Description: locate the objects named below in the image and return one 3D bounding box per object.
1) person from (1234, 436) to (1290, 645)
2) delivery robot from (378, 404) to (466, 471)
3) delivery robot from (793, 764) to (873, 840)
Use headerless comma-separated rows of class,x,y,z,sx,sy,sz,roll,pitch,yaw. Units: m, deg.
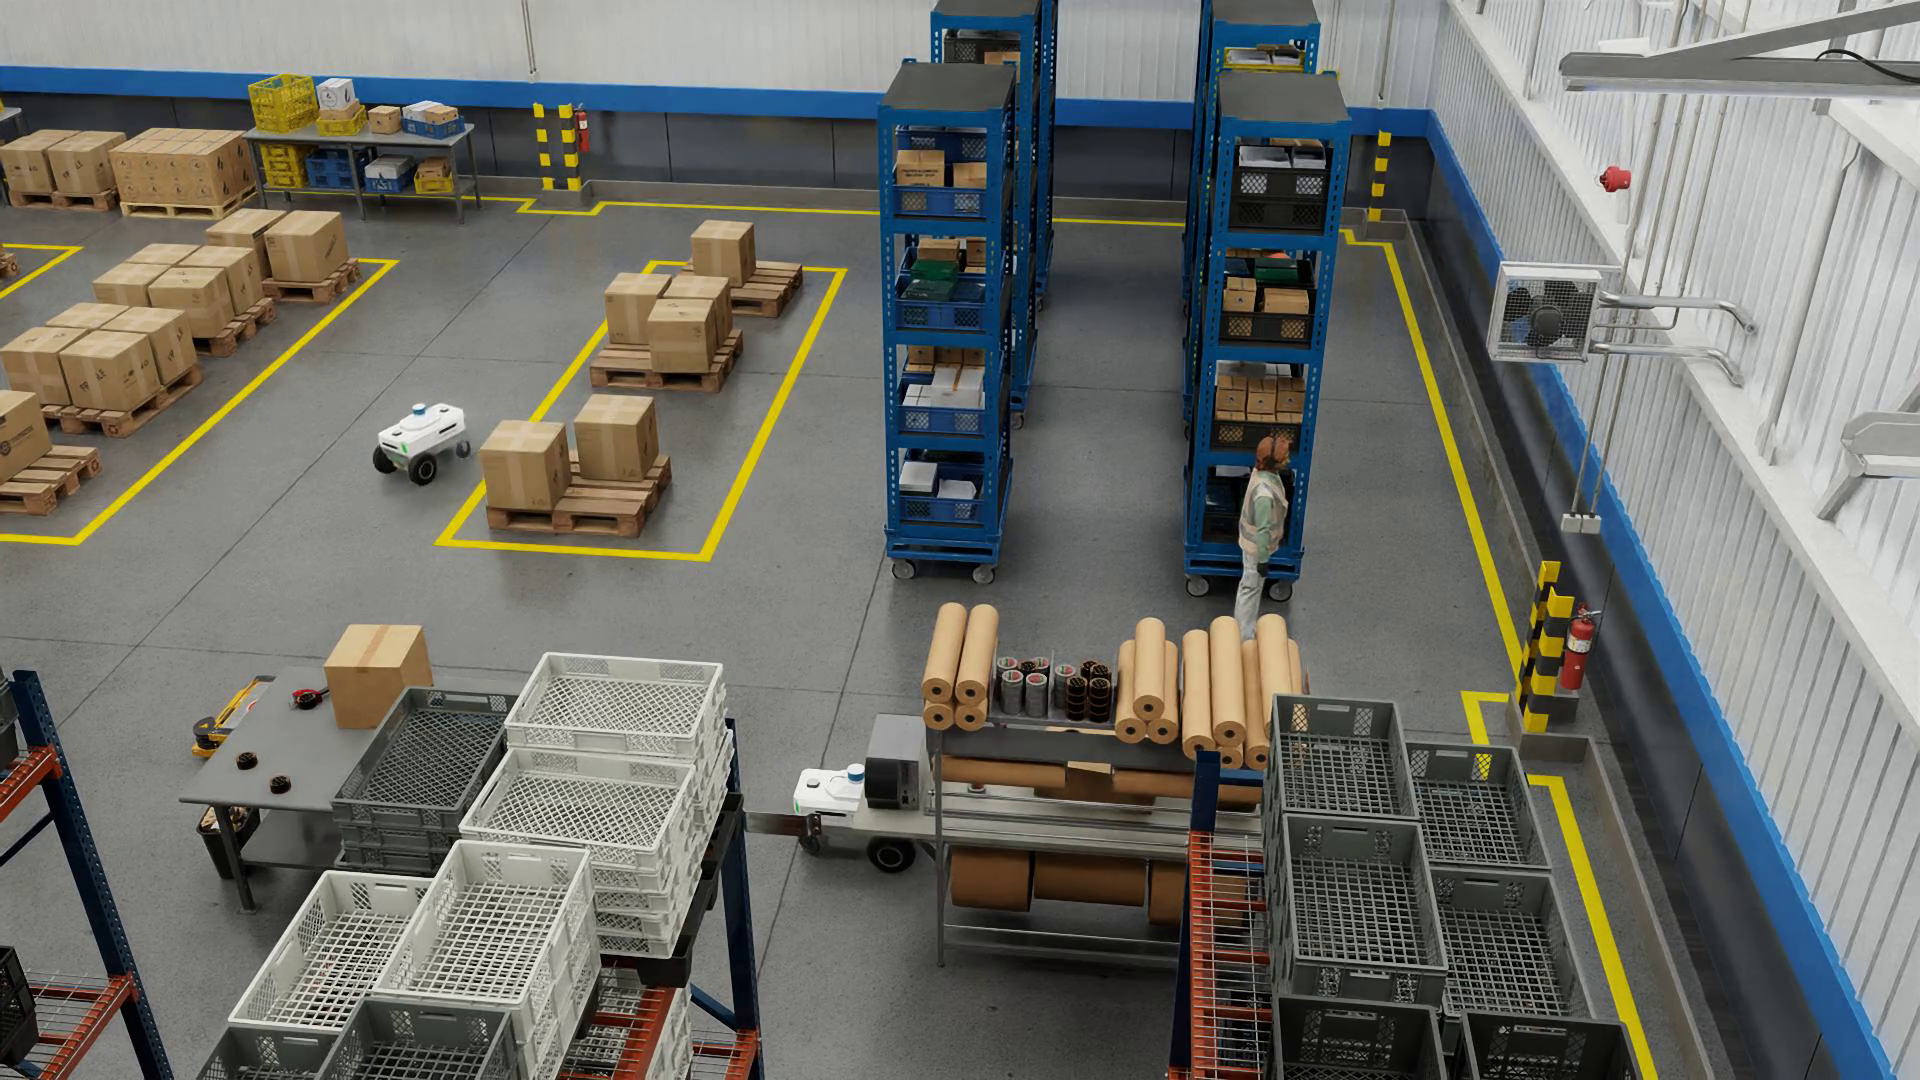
person,2.030,0.032,11.249,0.312,1.633,0.519,5,31,9
delivery robot,-4.459,-0.892,13.808,0.477,0.478,0.707,17,34,26
delivery robot,-0.599,1.520,9.665,0.707,0.478,0.477,4,31,7
